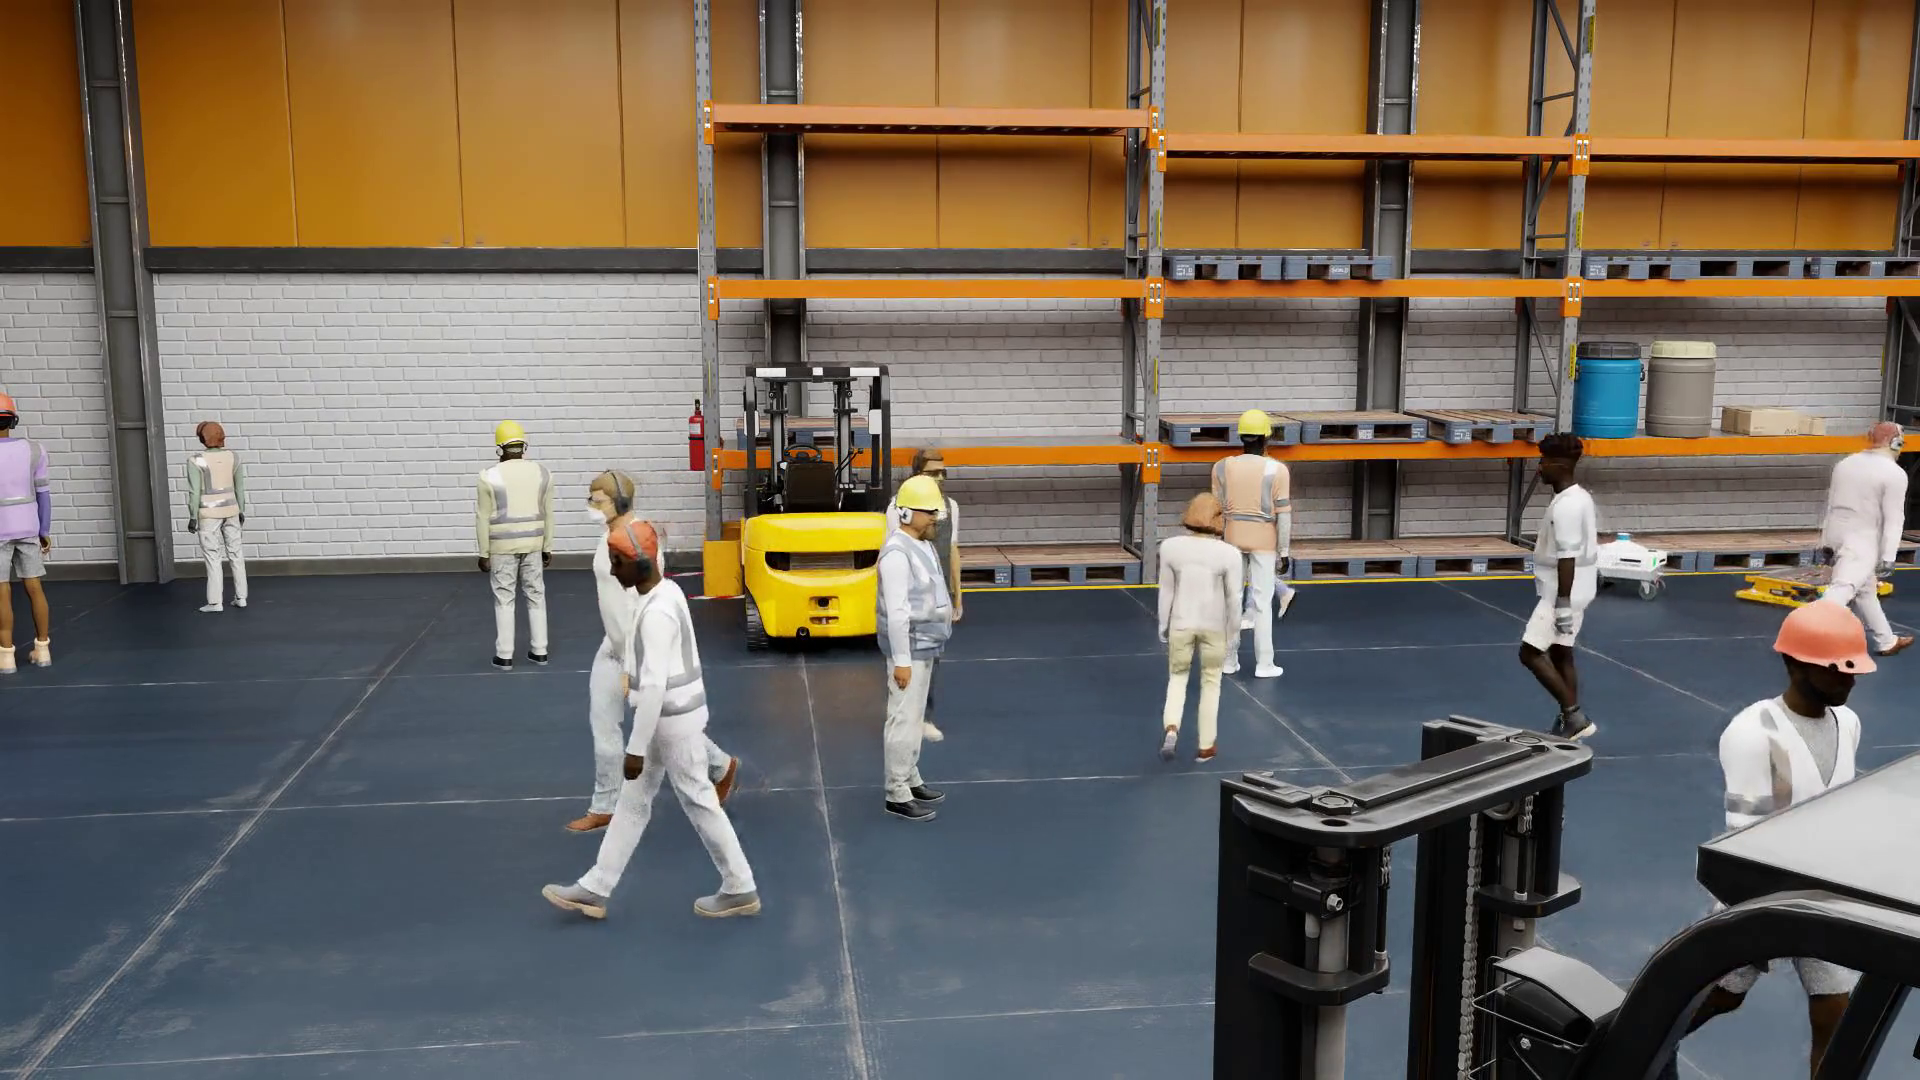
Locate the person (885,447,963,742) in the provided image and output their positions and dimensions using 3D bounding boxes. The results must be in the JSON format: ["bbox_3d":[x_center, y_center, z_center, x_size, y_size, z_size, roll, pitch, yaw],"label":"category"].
[{"bbox_3d":[-0.213,0.346,10.197,0.537,1.832,0.440,-6,11,-34],"label":"person"}]

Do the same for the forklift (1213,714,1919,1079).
[{"bbox_3d":[1.441,1.425,2.350,1.214,2.155,2.313,-7,12,-39],"label":"forklift"}]

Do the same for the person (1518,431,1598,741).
[{"bbox_3d":[3.614,0.318,10.036,0.413,1.950,0.601,5,10,30],"label":"person"}]

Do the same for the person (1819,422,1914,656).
[{"bbox_3d":[6.686,0.032,12.315,1.160,1.798,0.659,-2,9,-10],"label":"person"}]

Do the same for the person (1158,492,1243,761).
[{"bbox_3d":[1.389,0.526,9.722,0.522,1.619,0.498,4,10,22],"label":"person"}]

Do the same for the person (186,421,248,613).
[{"bbox_3d":[-6.335,-0.195,14.188,0.308,1.639,0.524,6,11,32],"label":"person"}]

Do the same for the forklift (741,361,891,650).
[{"bbox_3d":[-1.154,-0.340,13.365,1.214,2.155,2.313,-1,9,-7],"label":"forklift"}]

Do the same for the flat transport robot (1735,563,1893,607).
[{"bbox_3d":[7.588,0.396,14.754,1.431,0.197,0.652,-6,11,-35],"label":"flat transport robot"}]

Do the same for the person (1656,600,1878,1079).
[{"bbox_3d":[2.591,1.096,5.347,0.551,1.900,0.975,-3,10,-20],"label":"person"}]

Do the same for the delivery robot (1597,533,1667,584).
[{"bbox_3d":[5.936,0.180,14.904,0.707,0.478,0.477,7,12,38],"label":"delivery robot"}]

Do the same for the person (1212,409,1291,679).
[{"bbox_3d":[2.076,0.032,11.868,0.588,1.930,0.359,5,10,29],"label":"person"}]

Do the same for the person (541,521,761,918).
[{"bbox_3d":[-1.350,0.809,7.326,0.983,1.824,0.637,-2,9,-12],"label":"person"}]

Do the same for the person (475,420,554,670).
[{"bbox_3d":[-3.259,0.037,12.184,0.586,1.824,0.404,-8,12,-39],"label":"person"}]

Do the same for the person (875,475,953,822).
[{"bbox_3d":[-0.239,0.562,8.866,0.403,1.828,0.597,2,9,11],"label":"person"}]

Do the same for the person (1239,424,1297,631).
[{"bbox_3d":[2.440,-0.136,13.428,0.571,1.748,0.542,-1,9,-7],"label":"person"}]

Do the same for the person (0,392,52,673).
[{"bbox_3d":[-6.916,-0.057,12.068,0.378,2.044,0.607,6,11,35],"label":"person"}]

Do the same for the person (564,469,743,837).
[{"bbox_3d":[-1.609,0.563,8.635,0.899,1.909,0.639,-6,11,-33],"label":"person"}]
